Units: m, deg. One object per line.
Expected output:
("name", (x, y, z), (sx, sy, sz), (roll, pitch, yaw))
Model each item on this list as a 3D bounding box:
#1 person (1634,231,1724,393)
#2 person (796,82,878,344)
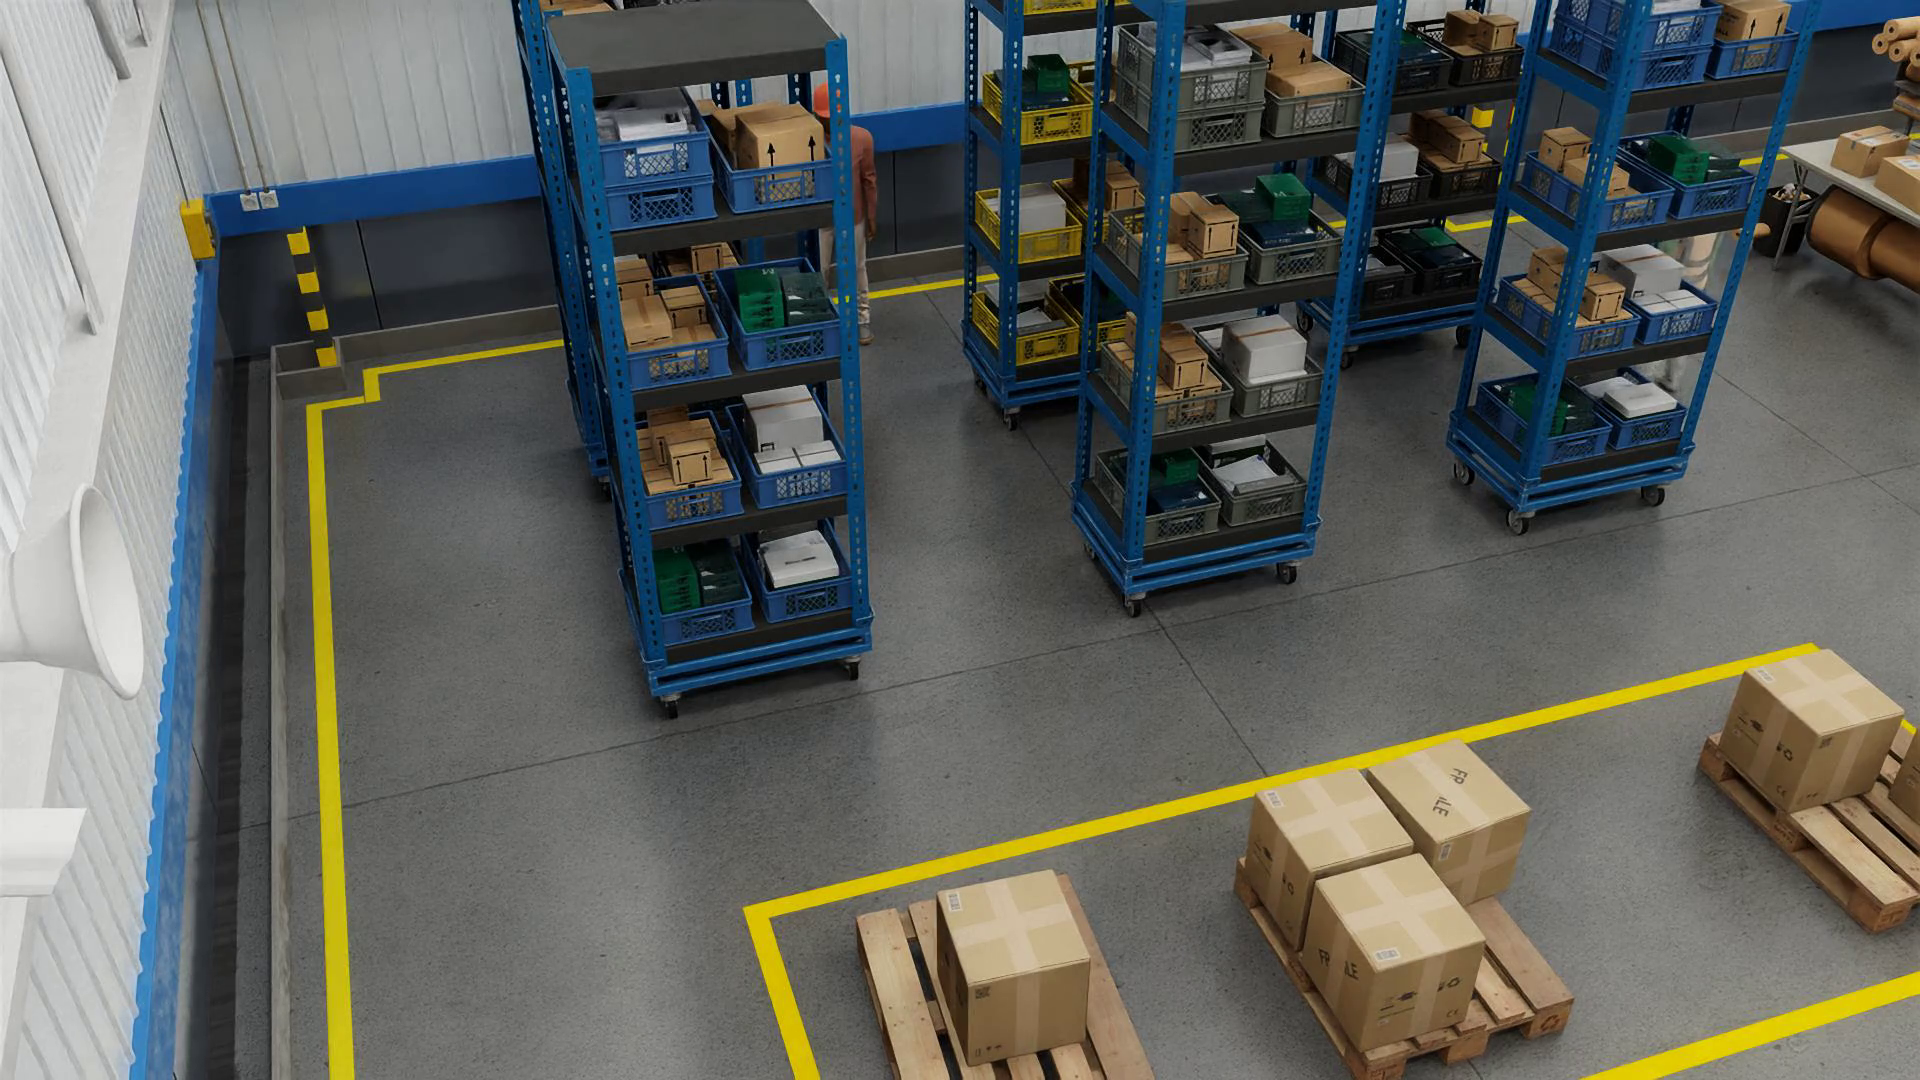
("person", (4.877, -1.718, 11.289), (0.523, 1.636, 0.310), (-16, 38, -22))
("person", (-0.886, -2.291, 11.810), (0.618, 1.986, 0.409), (-6, 36, -9))
